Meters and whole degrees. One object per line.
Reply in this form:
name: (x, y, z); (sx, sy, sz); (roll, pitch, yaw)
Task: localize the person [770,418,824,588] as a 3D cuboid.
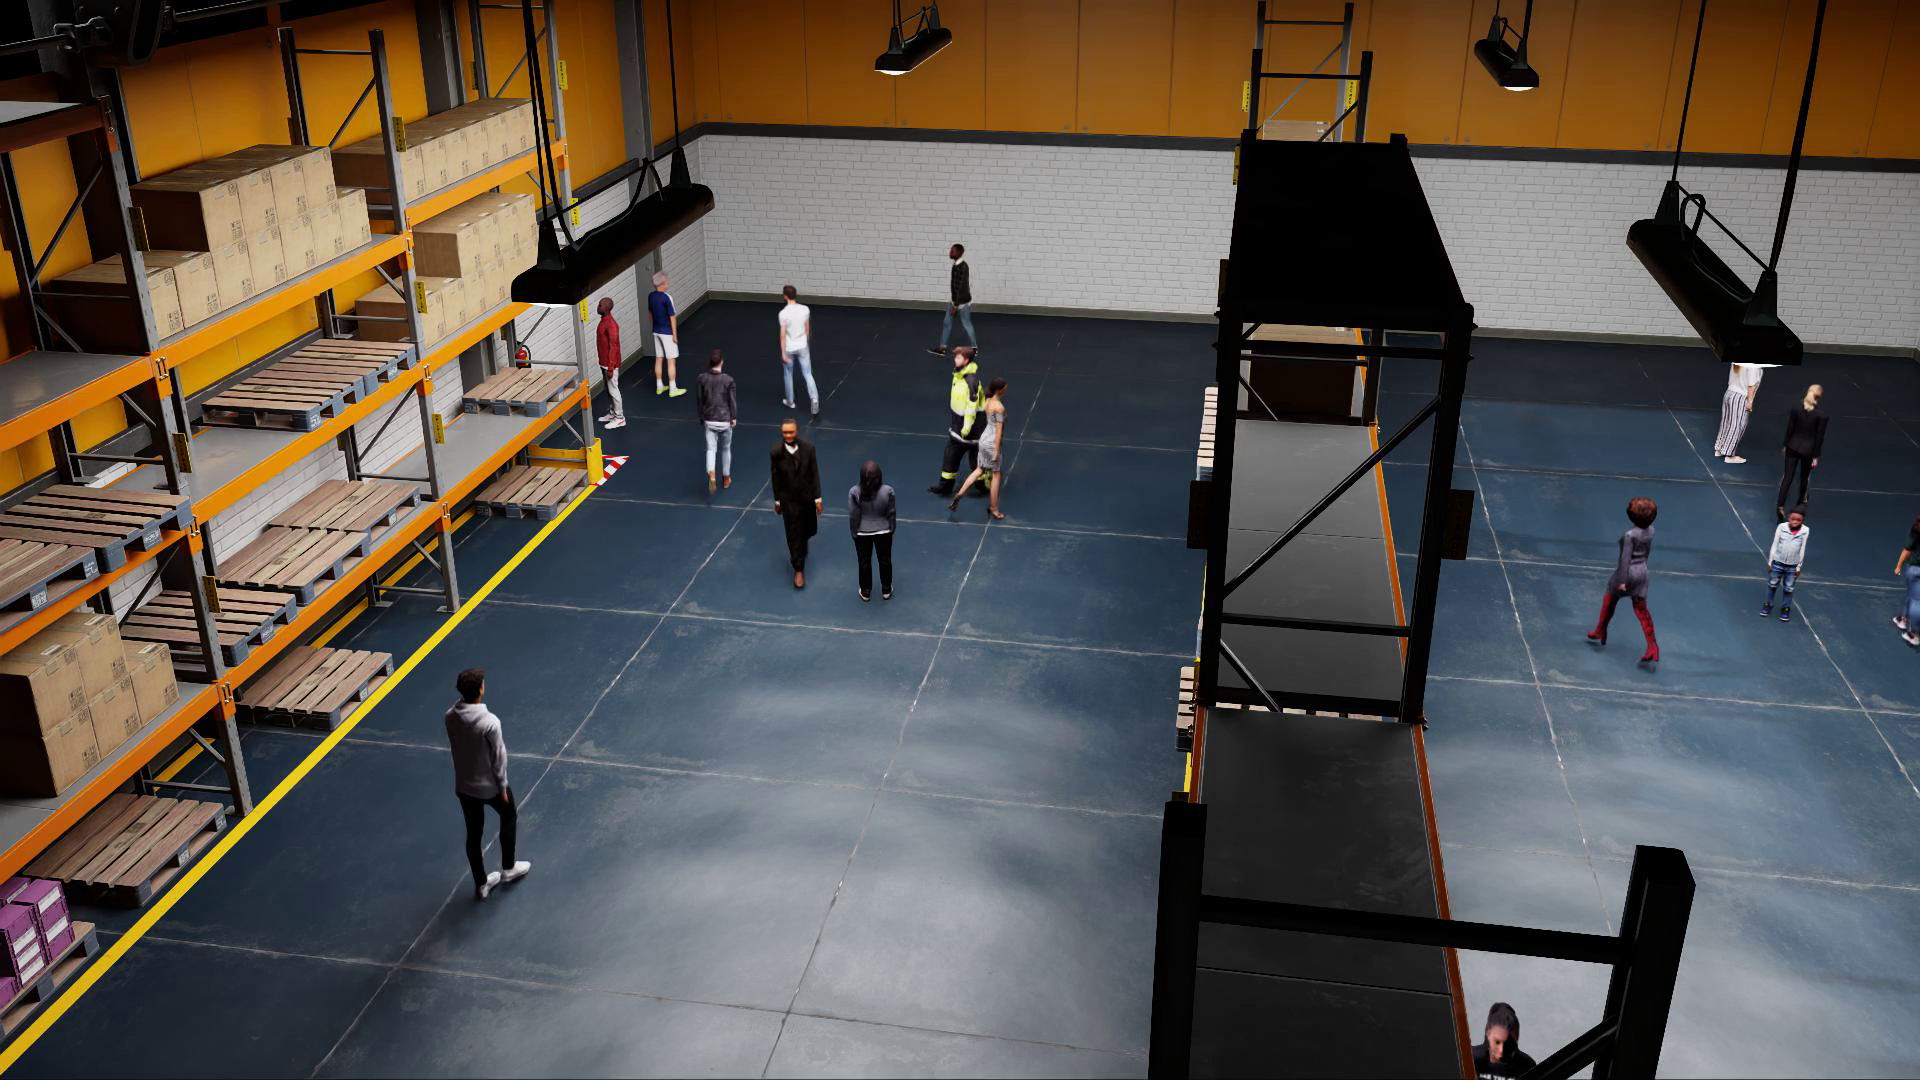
person: (-1.794, -0.470, 18.309); (0.963, 1.873, 1.267); (-4, 24, -8)

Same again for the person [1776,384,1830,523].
person: (9.955, -0.996, 19.778); (1.011, 1.659, 1.146); (22, 32, 40)

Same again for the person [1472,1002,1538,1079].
person: (3.049, 3.406, 9.680); (0.656, 1.682, 1.143); (5, 24, 11)

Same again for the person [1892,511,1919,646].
person: (9.796, 0.317, 16.851); (0.699, 1.597, 0.846); (-1, 24, -2)

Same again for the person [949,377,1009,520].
person: (0.294, -1.074, 19.780); (0.963, 1.800, 0.969); (-11, 26, -24)

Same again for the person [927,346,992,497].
person: (0.193, -1.445, 20.448); (1.180, 1.946, 1.163); (-11, 26, -23)

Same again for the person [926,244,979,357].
person: (0.104, -3.683, 25.765); (1.060, 1.787, 1.114); (-8, 25, -18)

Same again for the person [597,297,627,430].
person: (-4.832, -2.473, 22.956); (0.817, 1.820, 0.719); (-10, 26, -22)

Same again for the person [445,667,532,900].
person: (-3.742, 1.919, 12.796); (0.704, 1.910, 0.742); (6, 24, 13)

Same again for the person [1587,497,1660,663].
person: (6.734, 0.431, 16.499); (1.006, 1.671, 1.167); (-10, 26, -22)

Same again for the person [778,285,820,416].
person: (-2.258, -2.651, 23.352); (1.081, 1.829, 1.208); (-13, 27, -27)

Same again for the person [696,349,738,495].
person: (-3.019, -1.436, 20.586); (0.765, 1.819, 1.016); (0, 24, 0)

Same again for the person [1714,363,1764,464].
person: (10.191, -1.860, 21.729); (0.801, 1.679, 0.645); (-1, 24, -3)

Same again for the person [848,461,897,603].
person: (-0.932, -0.109, 17.826); (0.744, 1.597, 0.749); (-2, 24, -5)

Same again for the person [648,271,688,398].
person: (-4.297, -3.004, 24.152); (0.710, 1.836, 0.697); (16, 28, 32)

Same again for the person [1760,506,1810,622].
person: (8.703, 0.214, 17.508); (0.540, 1.260, 0.575); (13, 27, 27)
